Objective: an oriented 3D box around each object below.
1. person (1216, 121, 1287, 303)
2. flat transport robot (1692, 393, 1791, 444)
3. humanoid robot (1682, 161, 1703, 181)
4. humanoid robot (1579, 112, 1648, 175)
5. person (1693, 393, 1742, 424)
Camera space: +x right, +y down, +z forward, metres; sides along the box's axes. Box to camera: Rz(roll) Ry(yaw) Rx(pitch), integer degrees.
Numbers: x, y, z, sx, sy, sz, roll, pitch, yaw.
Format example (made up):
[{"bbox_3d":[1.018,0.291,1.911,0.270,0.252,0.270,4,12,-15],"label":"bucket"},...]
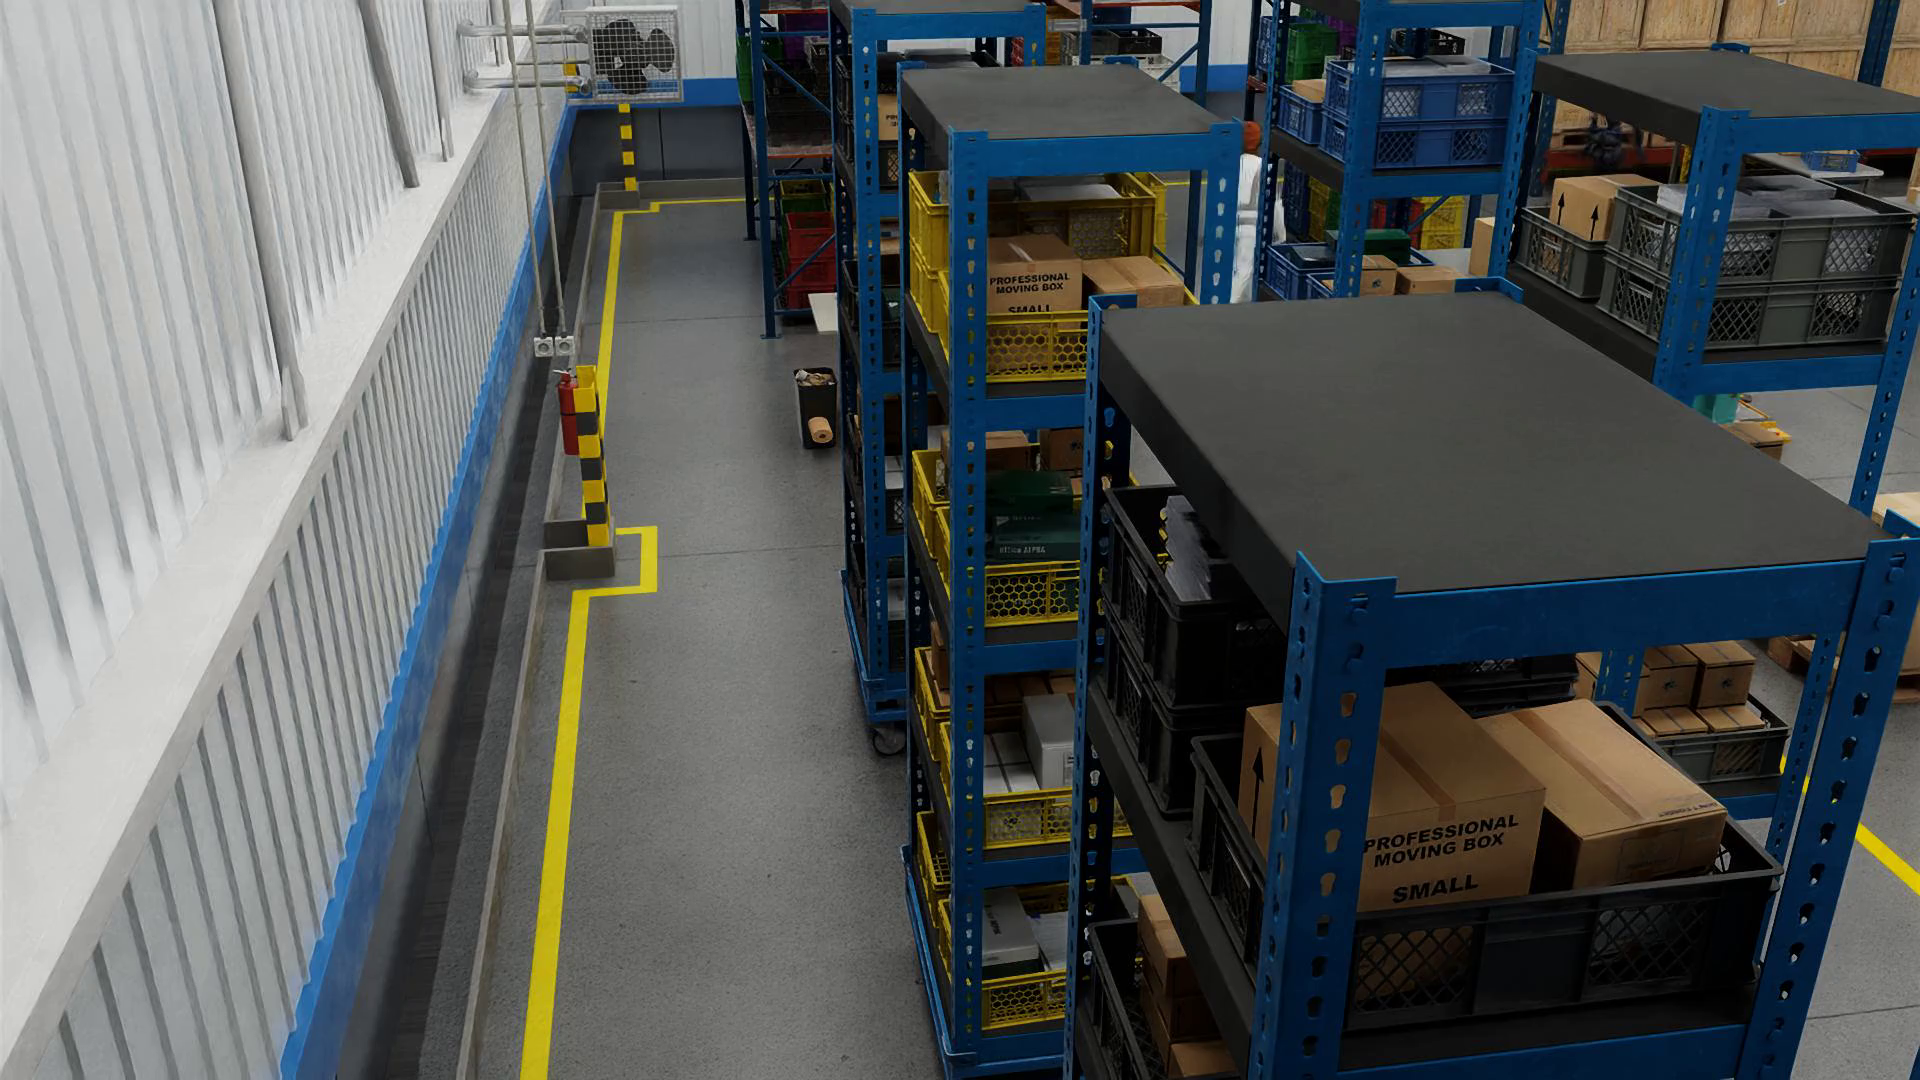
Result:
[{"bbox_3d":[2.428,-2.610,14.106,0.987,1.833,0.637,-22,32,-39],"label":"person"},{"bbox_3d":[5.224,-0.859,12.132,1.431,0.197,0.652,-4,25,-8],"label":"flat transport robot"},{"bbox_3d":[7.377,-3.663,16.559,0.327,1.657,0.589,5,25,10],"label":"humanoid robot"},{"bbox_3d":[6.996,-4.216,17.781,0.582,1.639,0.592,-11,27,-22],"label":"humanoid robot"},{"bbox_3d":[4.991,-1.128,10.956,0.329,1.767,0.525,-5,25,-11],"label":"person"}]
